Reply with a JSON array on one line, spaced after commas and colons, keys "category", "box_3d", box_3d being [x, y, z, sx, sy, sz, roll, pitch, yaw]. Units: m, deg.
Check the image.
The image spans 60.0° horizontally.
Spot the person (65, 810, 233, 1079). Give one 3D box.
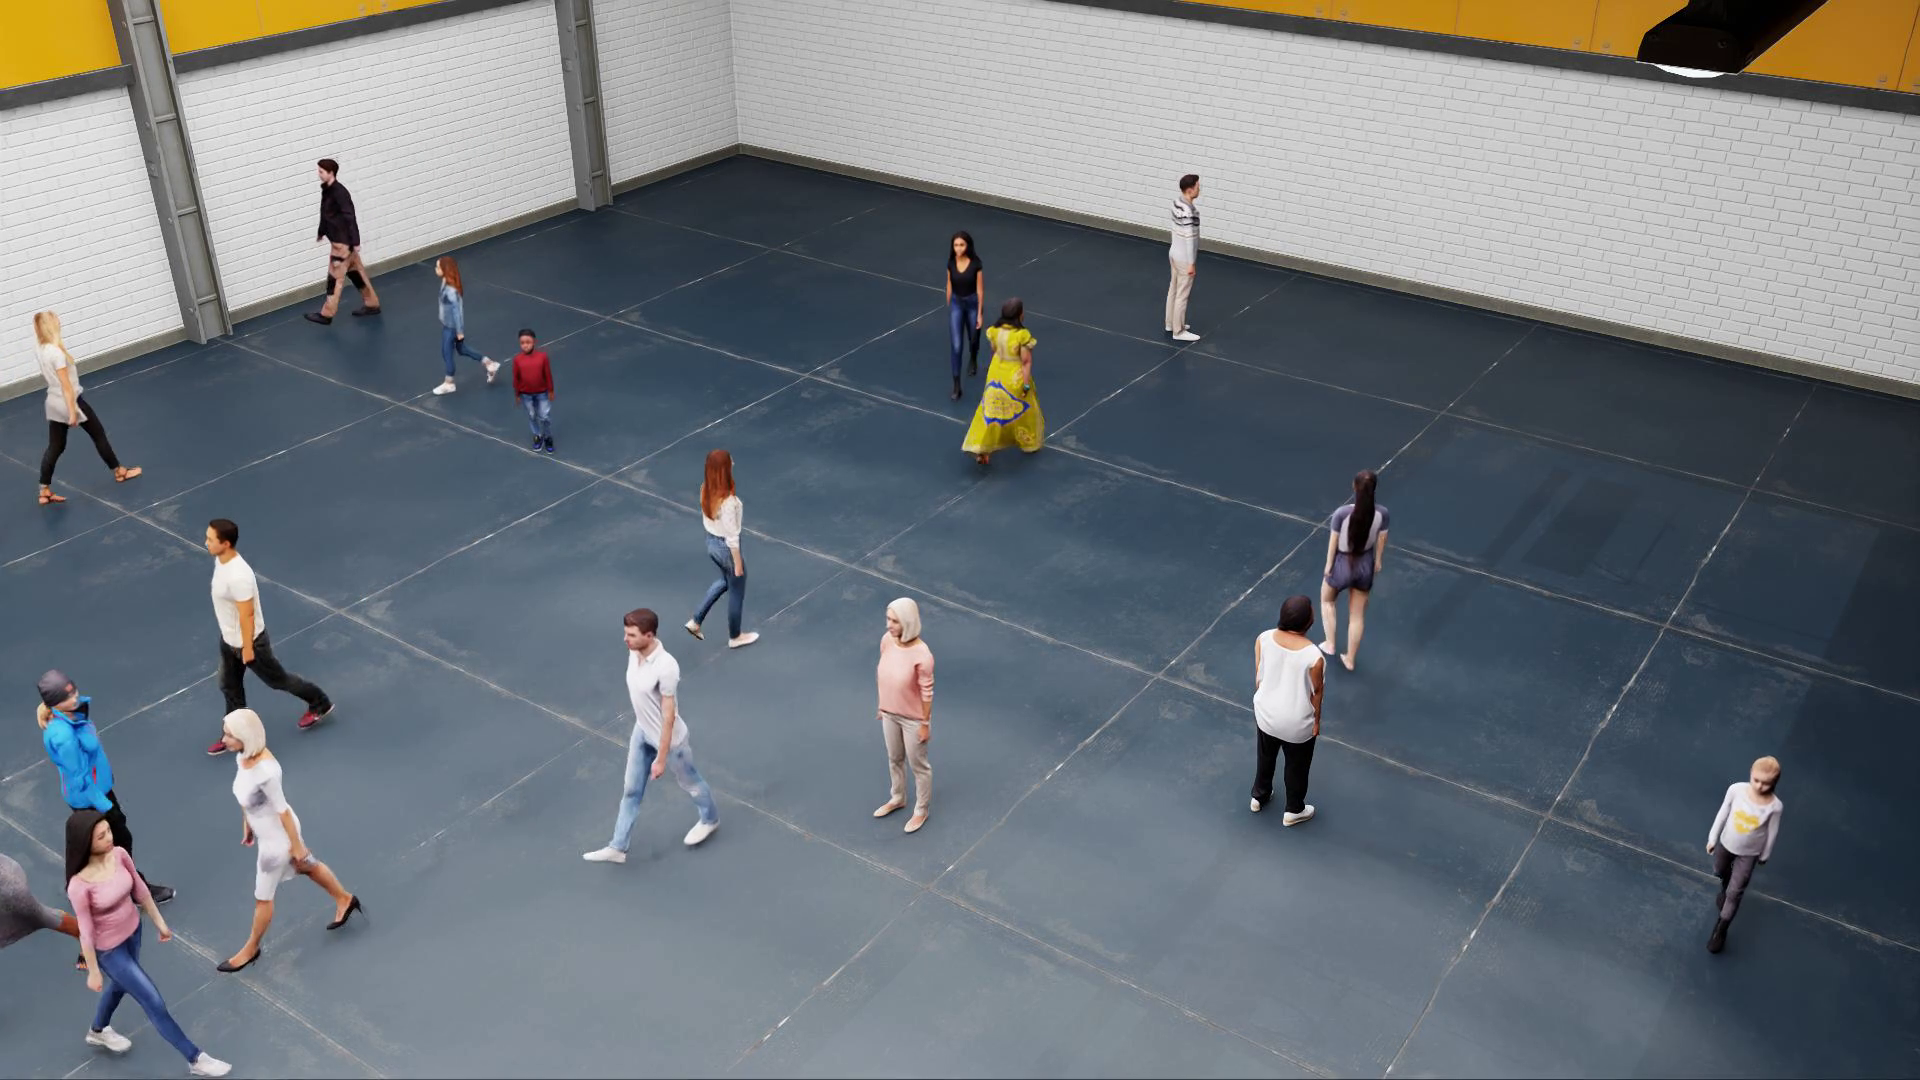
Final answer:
[{"category": "person", "box_3d": [-4.577, 2.166, 8.934, 0.967, 1.691, 1.170, 6, 29, 11]}]

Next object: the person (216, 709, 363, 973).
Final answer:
[{"category": "person", "box_3d": [-3.936, 1.707, 9.771, 1.158, 1.695, 0.779, -21, 35, -33]}]

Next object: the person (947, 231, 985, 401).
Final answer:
[{"category": "person", "box_3d": [0.081, -2.376, 17.249, 0.925, 1.701, 1.206, 3, 29, 6]}]

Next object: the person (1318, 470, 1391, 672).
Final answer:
[{"category": "person", "box_3d": [2.961, 0.272, 12.463, 0.746, 1.636, 0.795, -2, 29, -3]}]

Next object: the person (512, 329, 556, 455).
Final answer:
[{"category": "person", "box_3d": [-4.108, -1.467, 16.055, 0.640, 1.249, 0.700, -5, 29, -9]}]

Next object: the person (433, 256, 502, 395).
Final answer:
[{"category": "person", "box_3d": [-5.181, -2.239, 17.253, 1.028, 1.458, 0.899, -10, 30, -17]}]

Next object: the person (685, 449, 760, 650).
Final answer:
[{"category": "person", "box_3d": [-1.866, 0.101, 12.691, 0.903, 1.718, 0.750, -18, 34, -30]}]

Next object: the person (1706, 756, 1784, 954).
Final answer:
[{"category": "person", "box_3d": [4.716, 1.813, 10.026, 0.560, 1.265, 0.908, 24, 37, 37]}]

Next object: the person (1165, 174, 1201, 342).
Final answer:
[{"category": "person", "box_3d": [2.484, -3.166, 18.530, 0.812, 1.862, 0.756, -5, 29, -9]}]

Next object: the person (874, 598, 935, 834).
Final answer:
[{"category": "person", "box_3d": [-0.345, 1.115, 10.825, 0.622, 1.724, 0.553, 23, 36, 36]}]

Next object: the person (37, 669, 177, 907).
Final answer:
[{"category": "person", "box_3d": [-5.287, 1.553, 9.968, 0.982, 1.777, 0.899, -11, 31, -19]}]

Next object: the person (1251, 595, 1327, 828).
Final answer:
[{"category": "person", "box_3d": [2.156, 1.098, 10.895, 0.681, 1.688, 0.641, 24, 37, 37]}]

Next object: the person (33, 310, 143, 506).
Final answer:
[{"category": "person", "box_3d": [-8.108, -1.144, 14.909, 0.696, 1.780, 1.215, 15, 32, 25]}]

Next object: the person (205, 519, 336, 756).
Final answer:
[{"category": "person", "box_3d": [-4.897, 0.648, 11.637, 1.195, 1.768, 0.844, -22, 35, -34]}]

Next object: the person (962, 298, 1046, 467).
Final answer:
[{"category": "person", "box_3d": [0.413, -1.451, 15.636, 0.784, 1.623, 1.302, 16, 33, 27]}]

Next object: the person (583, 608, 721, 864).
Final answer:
[{"category": "person", "box_3d": [-1.810, 1.221, 10.550, 1.240, 1.802, 0.859, -24, 37, -37]}]

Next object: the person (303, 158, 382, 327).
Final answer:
[{"category": "person", "box_3d": [-6.959, -3.407, 18.944, 1.225, 1.888, 0.979, -17, 33, -29]}]
